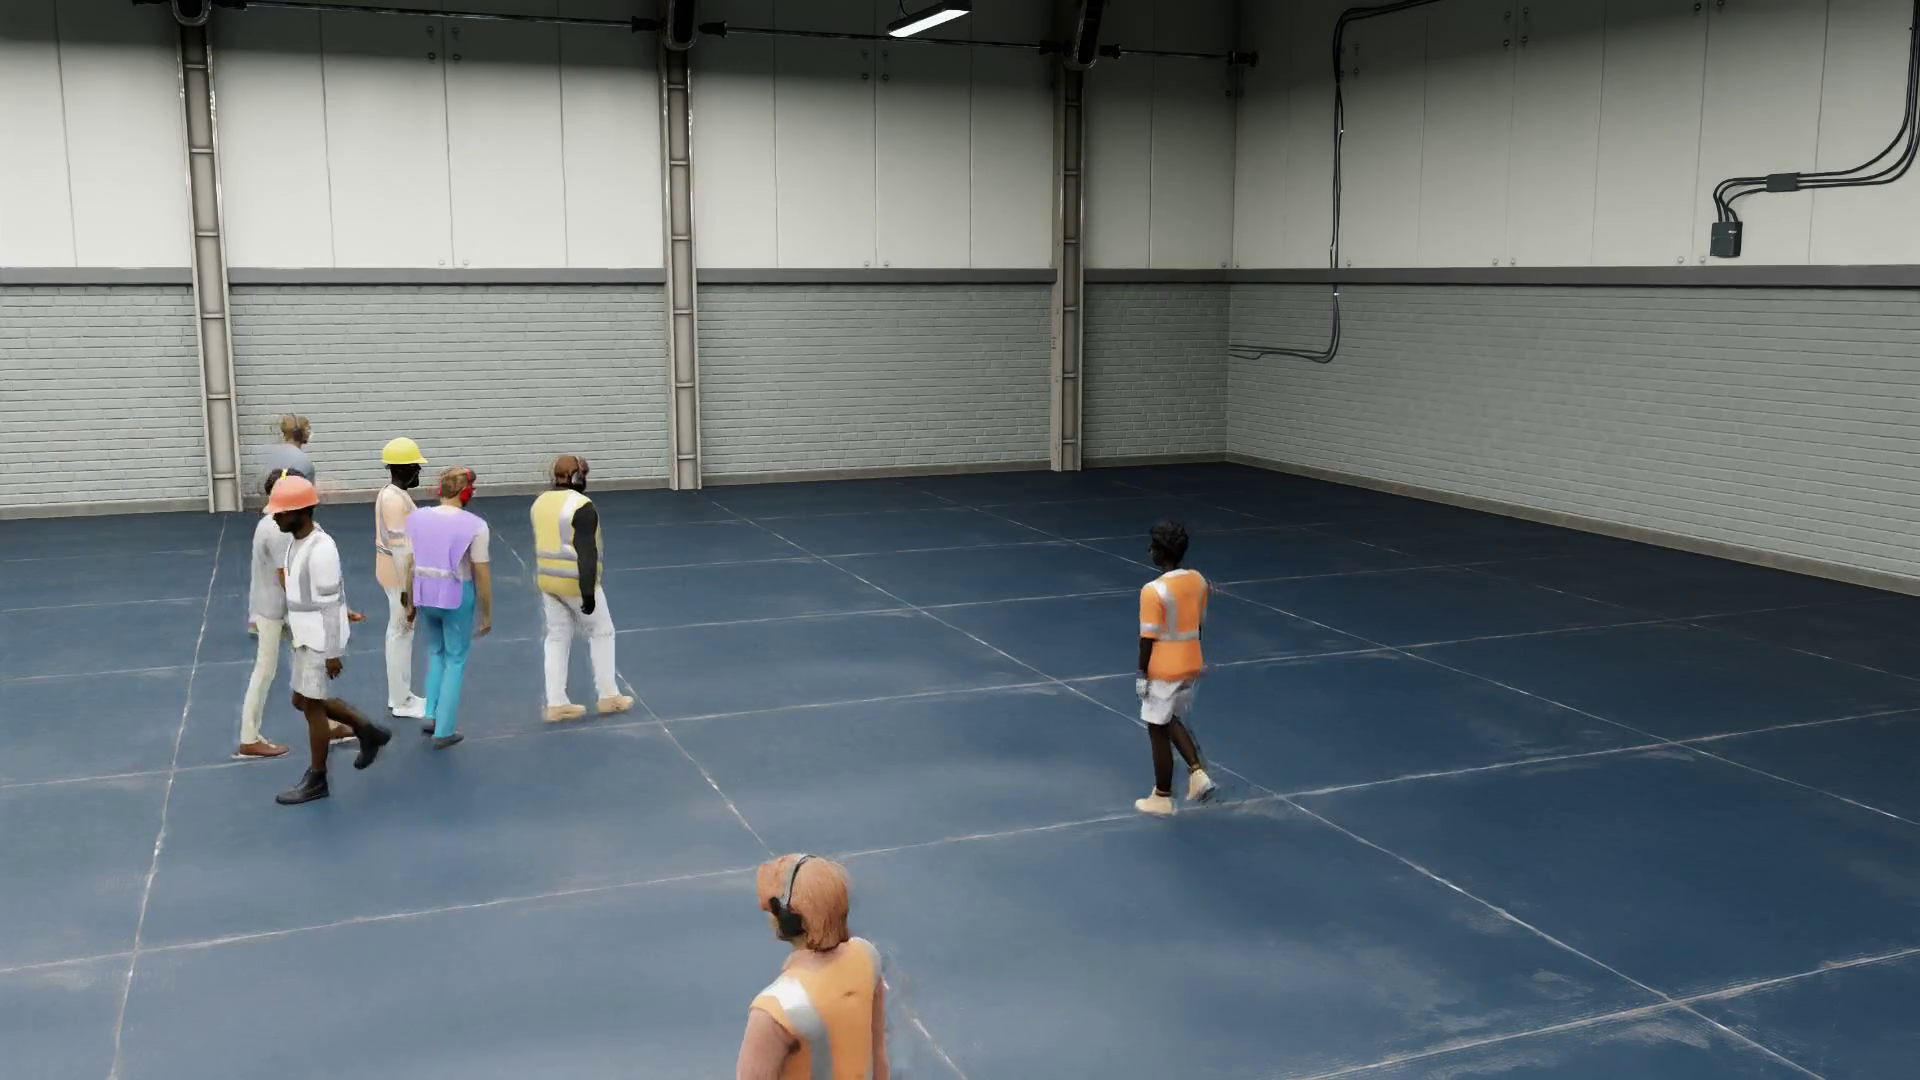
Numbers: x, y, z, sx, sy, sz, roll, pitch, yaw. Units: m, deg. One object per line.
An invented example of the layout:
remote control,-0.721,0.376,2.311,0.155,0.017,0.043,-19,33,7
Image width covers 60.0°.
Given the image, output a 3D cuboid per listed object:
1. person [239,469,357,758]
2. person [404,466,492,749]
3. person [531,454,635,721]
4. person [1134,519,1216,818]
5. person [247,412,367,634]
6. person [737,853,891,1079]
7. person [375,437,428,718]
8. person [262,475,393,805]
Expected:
person,-4.162,0.464,10.460,0.888,1.824,0.508,-3,9,-16
person,-3.269,0.432,10.685,0.603,1.816,0.477,3,9,16
person,-2.605,0.315,11.461,0.639,1.808,0.763,7,12,38
person,1.160,0.722,9.262,0.369,1.686,0.550,8,12,42
person,-5.621,-0.140,14.094,0.644,1.891,1.005,9,13,44
person,-0.371,1.575,4.242,0.866,1.590,0.517,4,10,25
person,-3.827,0.256,11.462,0.373,1.928,0.584,-3,10,-21
person,-3.659,0.558,9.626,0.649,1.912,0.544,-7,12,-39
